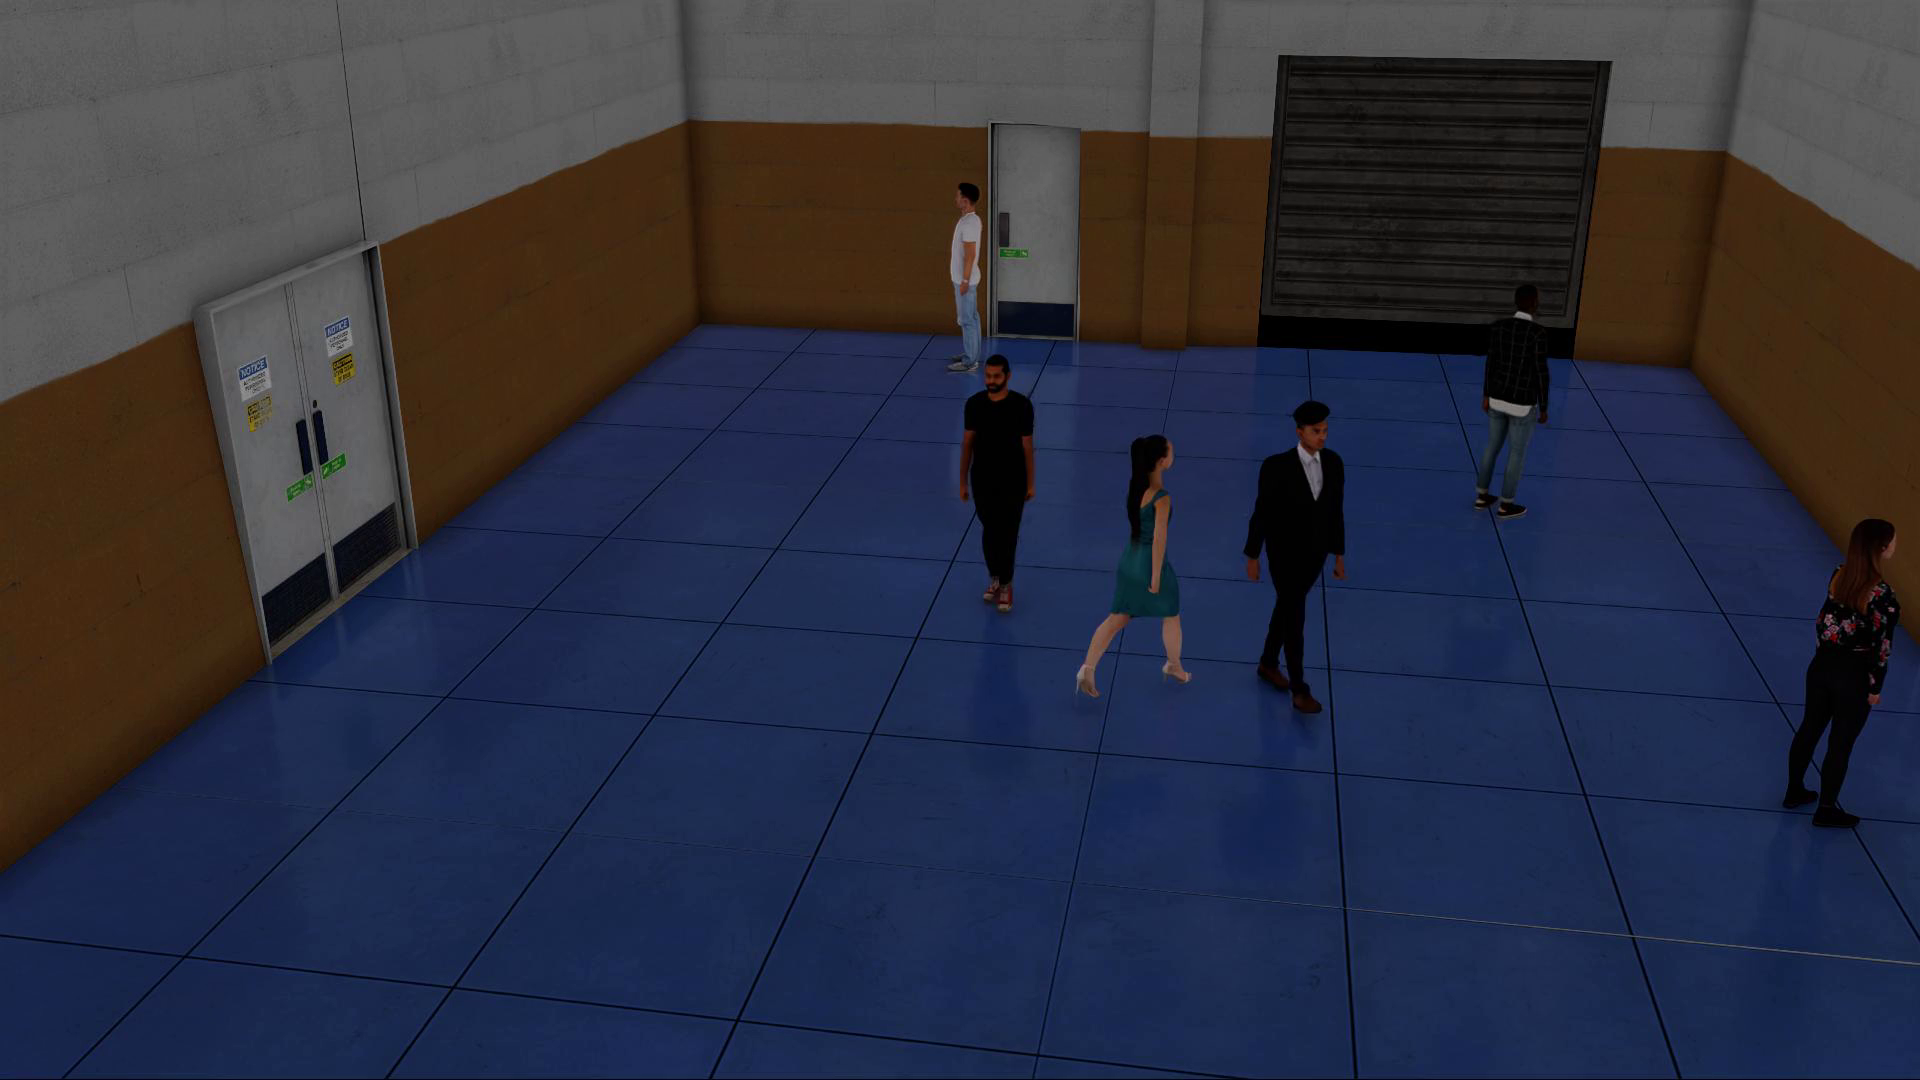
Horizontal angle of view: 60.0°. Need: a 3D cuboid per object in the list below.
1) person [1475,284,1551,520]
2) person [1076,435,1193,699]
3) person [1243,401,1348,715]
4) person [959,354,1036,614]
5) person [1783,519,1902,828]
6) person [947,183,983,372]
[{"bbox_3d":[4.229,-1.057,12.747,0.838,1.817,0.766,-16,27,-35],"label":"person"},{"bbox_3d":[1.011,0.210,9.833,1.083,1.638,0.971,-12,25,-28],"label":"person"},{"bbox_3d":[1.959,0.042,9.957,1.074,1.857,1.079,-9,24,-21],"label":"person"},{"bbox_3d":[0.283,-0.422,11.265,0.675,1.743,0.736,6,23,14],"label":"person"},{"bbox_3d":[4.576,0.678,8.609,0.641,1.683,0.644,-6,23,-14],"label":"person"},{"bbox_3d":[0.070,-2.622,16.577,0.541,1.865,0.672,3,22,8],"label":"person"}]
